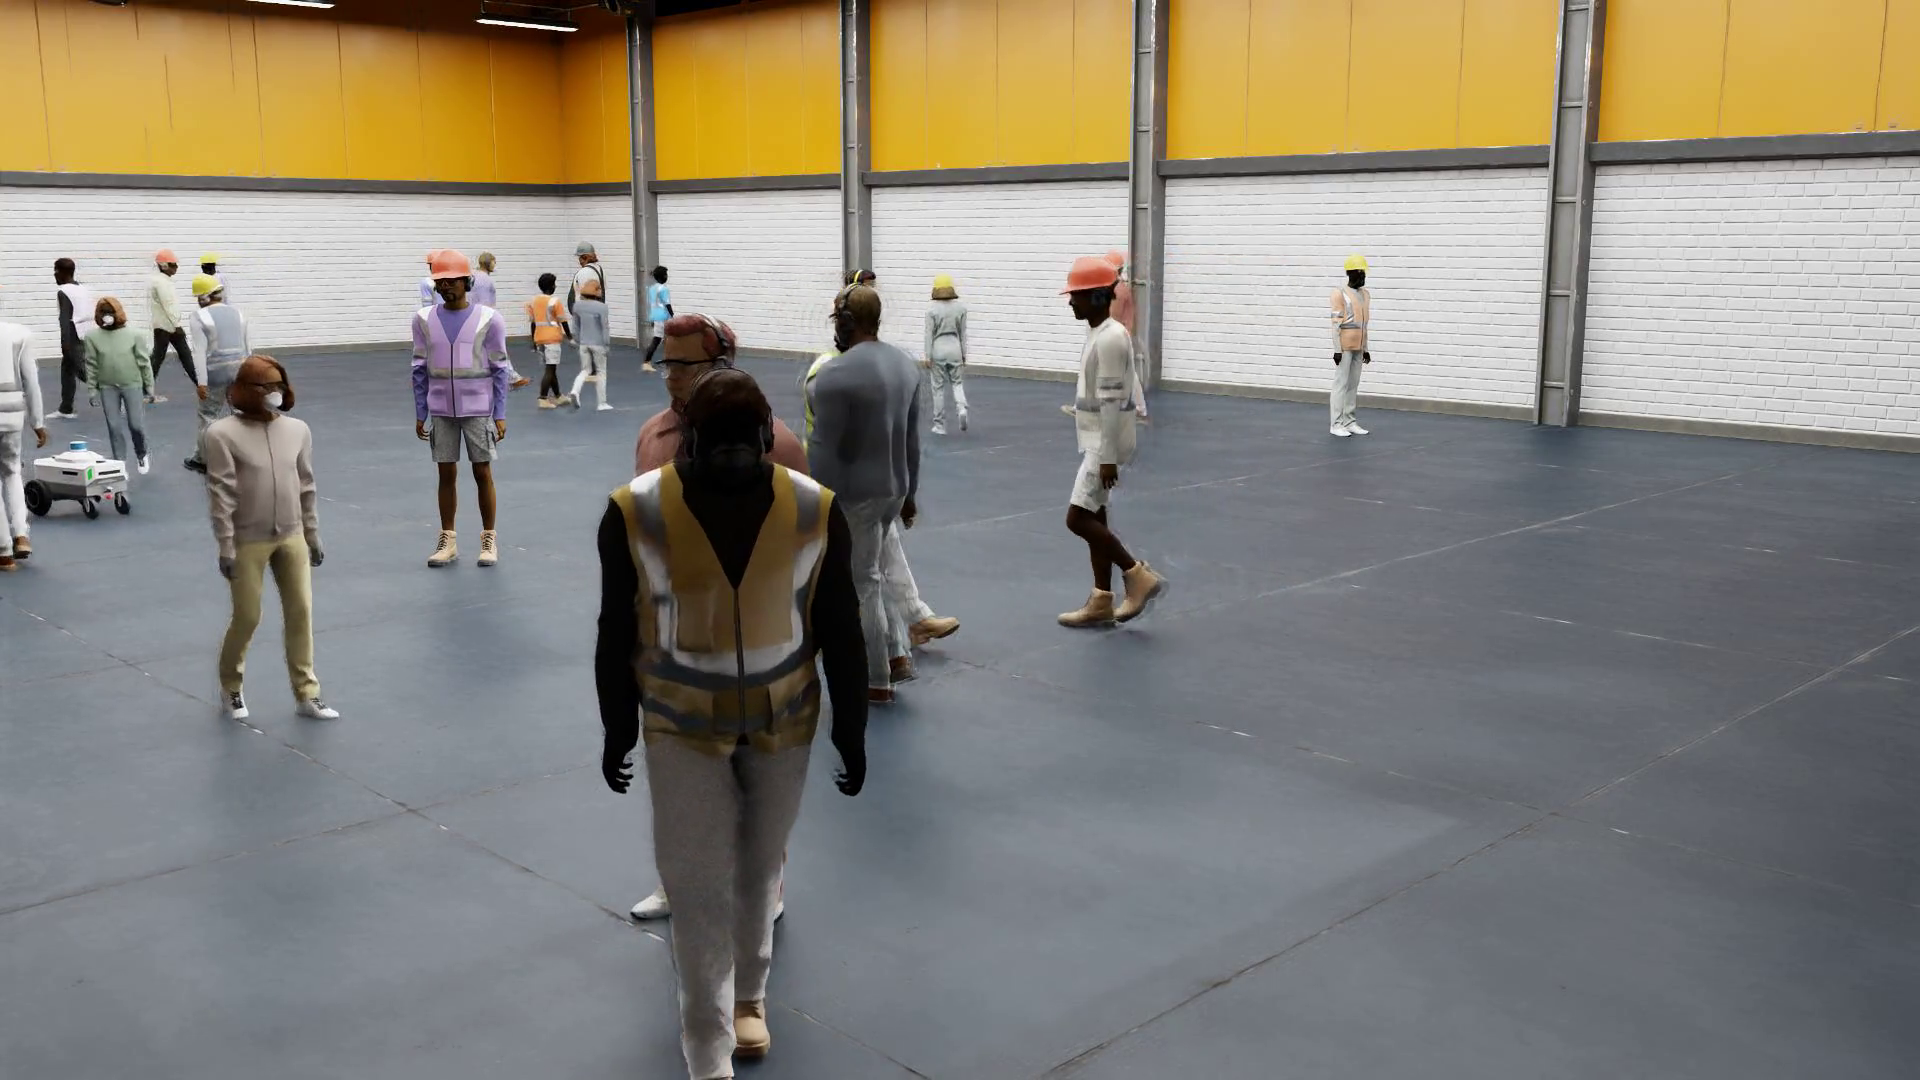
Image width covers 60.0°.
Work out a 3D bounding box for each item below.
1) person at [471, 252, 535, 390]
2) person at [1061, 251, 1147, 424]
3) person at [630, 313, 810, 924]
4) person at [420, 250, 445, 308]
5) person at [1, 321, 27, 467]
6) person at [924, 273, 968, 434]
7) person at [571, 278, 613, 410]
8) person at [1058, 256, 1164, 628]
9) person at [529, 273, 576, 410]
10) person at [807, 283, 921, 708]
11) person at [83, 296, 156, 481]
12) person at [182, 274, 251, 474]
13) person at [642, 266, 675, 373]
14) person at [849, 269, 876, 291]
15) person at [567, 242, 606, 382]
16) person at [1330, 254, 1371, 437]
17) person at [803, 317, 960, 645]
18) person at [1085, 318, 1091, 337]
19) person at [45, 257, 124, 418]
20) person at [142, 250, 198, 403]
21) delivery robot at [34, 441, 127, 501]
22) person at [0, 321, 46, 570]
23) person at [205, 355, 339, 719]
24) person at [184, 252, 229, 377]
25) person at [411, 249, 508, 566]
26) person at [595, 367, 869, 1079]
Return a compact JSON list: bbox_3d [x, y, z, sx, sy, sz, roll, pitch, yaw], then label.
[{"bbox_3d":[-6.378,-2.972,22.743,0.995,1.887,0.654,-5,12,-26],"label":"person"},{"bbox_3d":[1.666,-2.265,18.747,1.006,1.939,0.649,0,10,2],"label":"person"},{"bbox_3d":[-0.769,0.271,5.040,0.651,1.904,0.403,7,12,33],"label":"person"},{"bbox_3d":[-6.797,-2.806,21.724,0.358,1.936,0.552,9,14,39],"label":"person"},{"bbox_3d":[-8.583,-1.411,14.713,0.538,1.712,0.938,0,10,1],"label":"person"},{"bbox_3d":[-0.143,-1.982,17.776,0.503,1.727,0.526,-4,11,-20],"label":"person"},{"bbox_3d":[-4.492,-2.360,20.200,0.505,1.622,0.553,4,11,22],"label":"person"},{"bbox_3d":[0.764,-0.507,8.951,0.492,2.023,0.629,0,10,-1],"label":"person"},{"bbox_3d":[-5.009,-2.445,20.483,0.551,1.664,0.685,8,13,36],"label":"person"},{"bbox_3d":[-0.450,-0.189,7.518,0.442,1.924,0.629,6,12,31],"label":"person"},{"bbox_3d":[-7.235,-1.294,14.357,0.547,1.613,0.412,-3,11,-14],"label":"person"},{"bbox_3d":[-6.617,-1.454,14.754,0.885,1.782,0.625,6,12,30],"label":"person"},{"bbox_3d":[-4.630,-3.437,25.946,0.842,1.656,0.539,-5,12,-26],"label":"person"},{"bbox_3d":[-0.806,-1.339,13.969,0.377,1.856,0.511,3,11,16],"label":"person"},{"bbox_3d":[-5.478,-3.342,24.367,0.537,2.000,0.680,2,11,10],"label":"person"},{"bbox_3d":[4.175,-2.073,17.748,0.587,1.930,0.355,-9,14,-41],"label":"person"},{"bbox_3d":[-0.486,-0.300,8.450,0.954,1.790,0.630,4,11,23],"label":"person"},{"bbox_3d":[1.631,-2.365,19.504,0.332,1.872,0.514,-3,11,-16],"label":"person"},{"bbox_3d":[-10.239,-2.346,19.382,0.909,1.888,0.597,-2,11,-9],"label":"person"},{"bbox_3d":[-10.054,-2.731,21.299,1.026,1.936,0.620,-3,11,-13],"label":"person"},{"bbox_3d":[-6.733,-0.511,12.729,0.707,0.478,0.477,5,12,27],"label":"delivery robot"},{"bbox_3d":[-6.202,-0.735,10.610,0.452,1.868,0.614,9,14,40],"label":"person"},{"bbox_3d":[-3.052,0.005,7.307,0.468,1.645,0.513,8,13,37],"label":"person"},{"bbox_3d":[-11.250,-3.414,25.218,0.977,1.885,0.607,-7,13,-34],"label":"person"},{"bbox_3d":[-3.220,-0.839,10.712,0.610,2.043,0.375,0,10,-1],"label":"person"},{"bbox_3d":[-0.529,0.499,4.048,0.660,1.806,0.874,-3,11,-17],"label":"person"}]
